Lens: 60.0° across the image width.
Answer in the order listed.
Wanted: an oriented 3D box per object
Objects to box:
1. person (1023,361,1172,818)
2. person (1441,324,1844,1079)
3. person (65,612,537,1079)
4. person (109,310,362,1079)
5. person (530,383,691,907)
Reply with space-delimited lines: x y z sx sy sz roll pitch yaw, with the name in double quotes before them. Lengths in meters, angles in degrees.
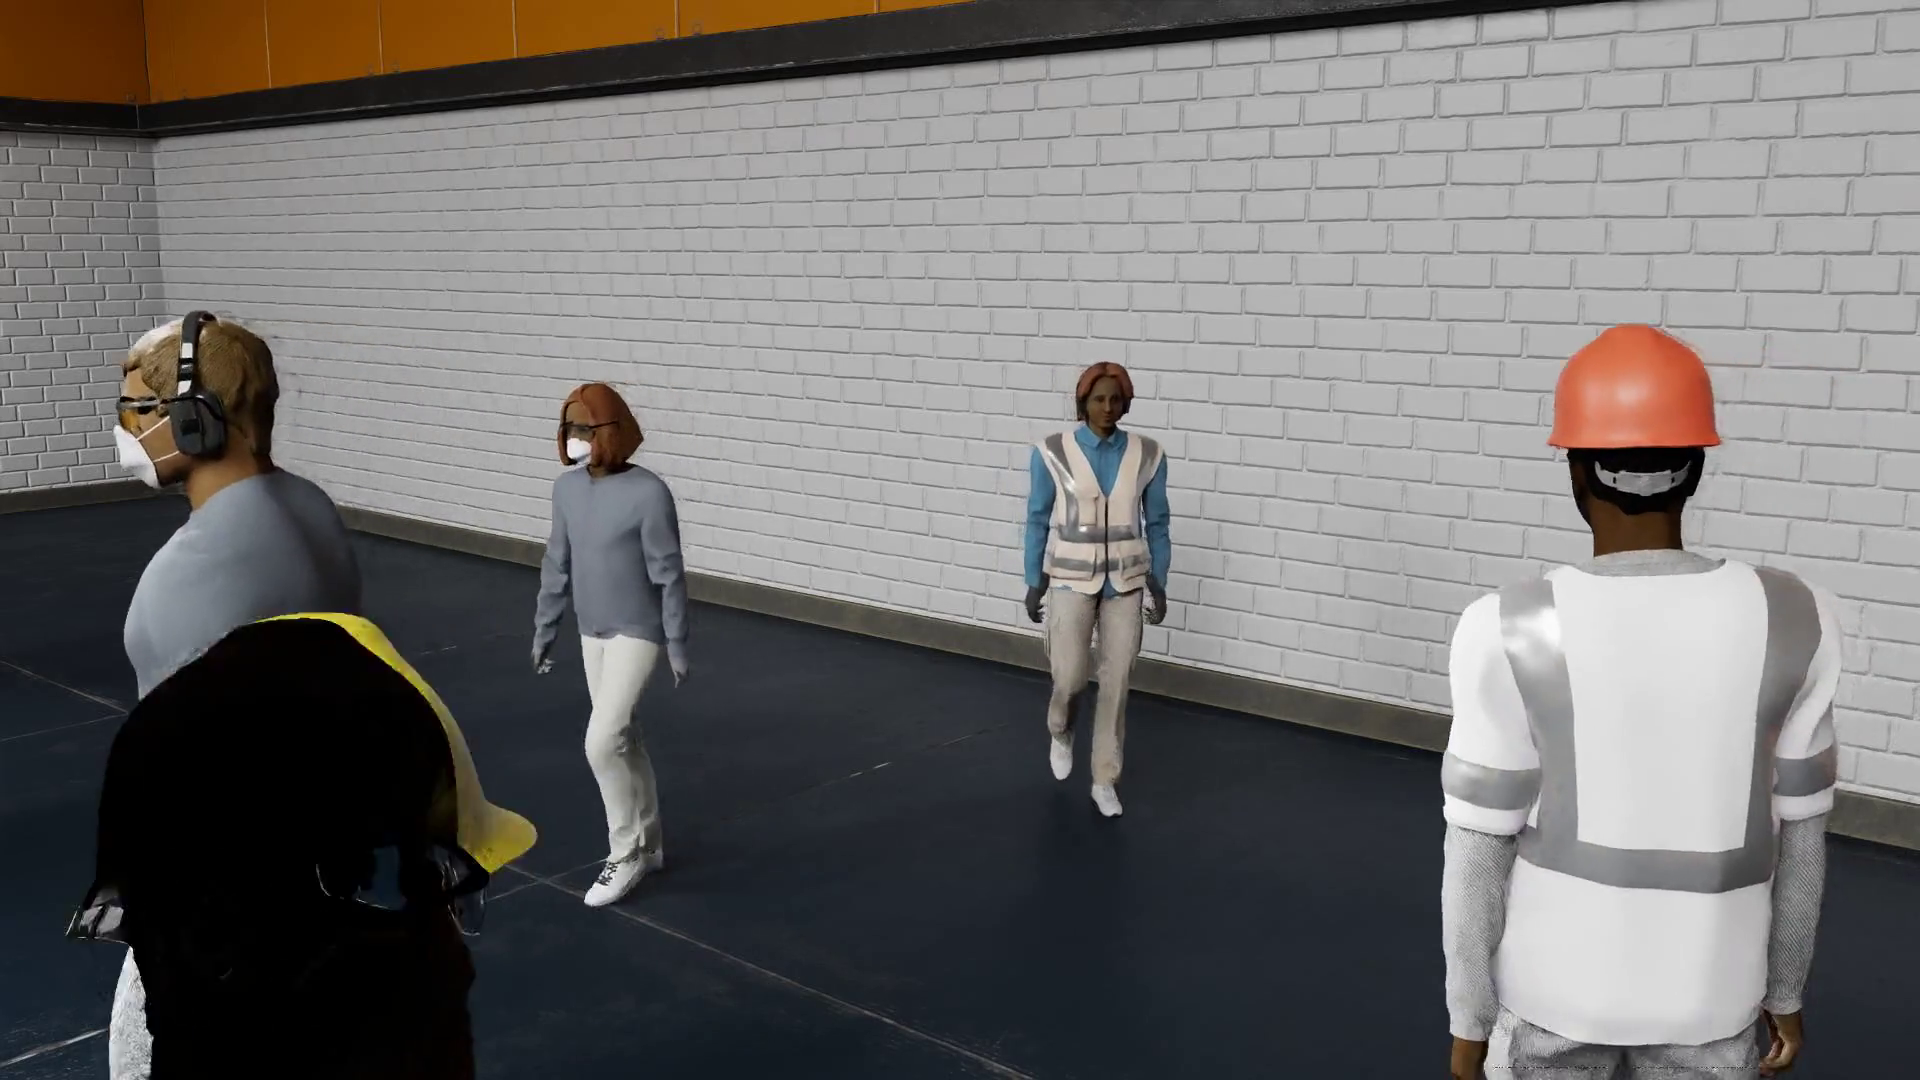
"person" 0.490 0.167 5.990 0.533 1.623 0.414 -2 10 -9
"person" 0.980 0.655 2.416 0.568 1.920 0.730 2 10 9
"person" -0.426 0.947 1.066 0.596 1.809 0.817 6 12 32
"person" -1.190 0.581 2.800 0.446 1.922 0.638 0 10 -2
"person" -1.107 0.327 5.135 0.533 1.613 0.559 8 13 38
